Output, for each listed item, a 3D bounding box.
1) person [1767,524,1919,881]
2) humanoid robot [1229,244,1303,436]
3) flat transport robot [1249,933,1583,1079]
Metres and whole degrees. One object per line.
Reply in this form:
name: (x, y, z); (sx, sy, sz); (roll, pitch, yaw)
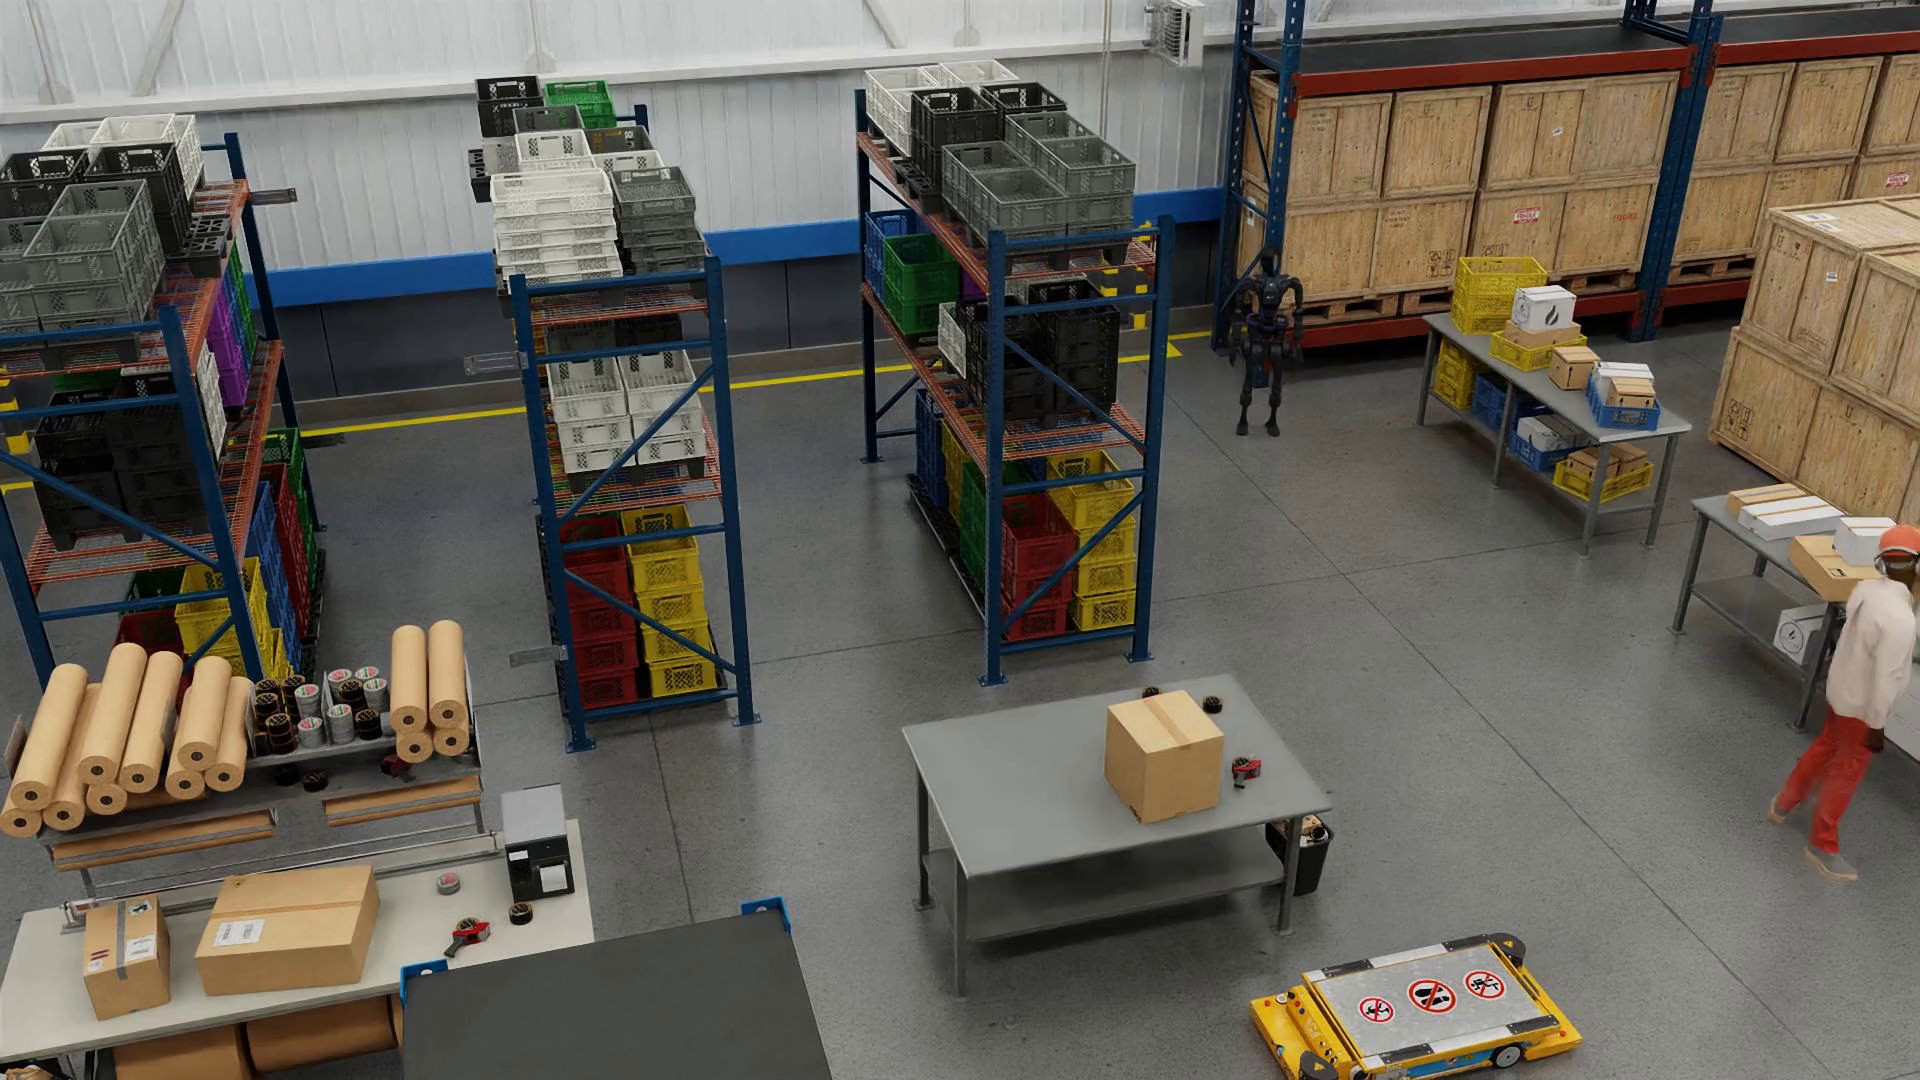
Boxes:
person: (4.786, 0.853, 8.881); (0.390, 1.943, 0.732); (7, 29, 12)
humanoid robot: (2.531, -1.641, 13.682); (0.602, 1.649, 0.325); (3, 29, 5)
flat transport robot: (2.184, 2.282, 7.980); (1.431, 0.197, 0.652); (-8, 30, -14)
